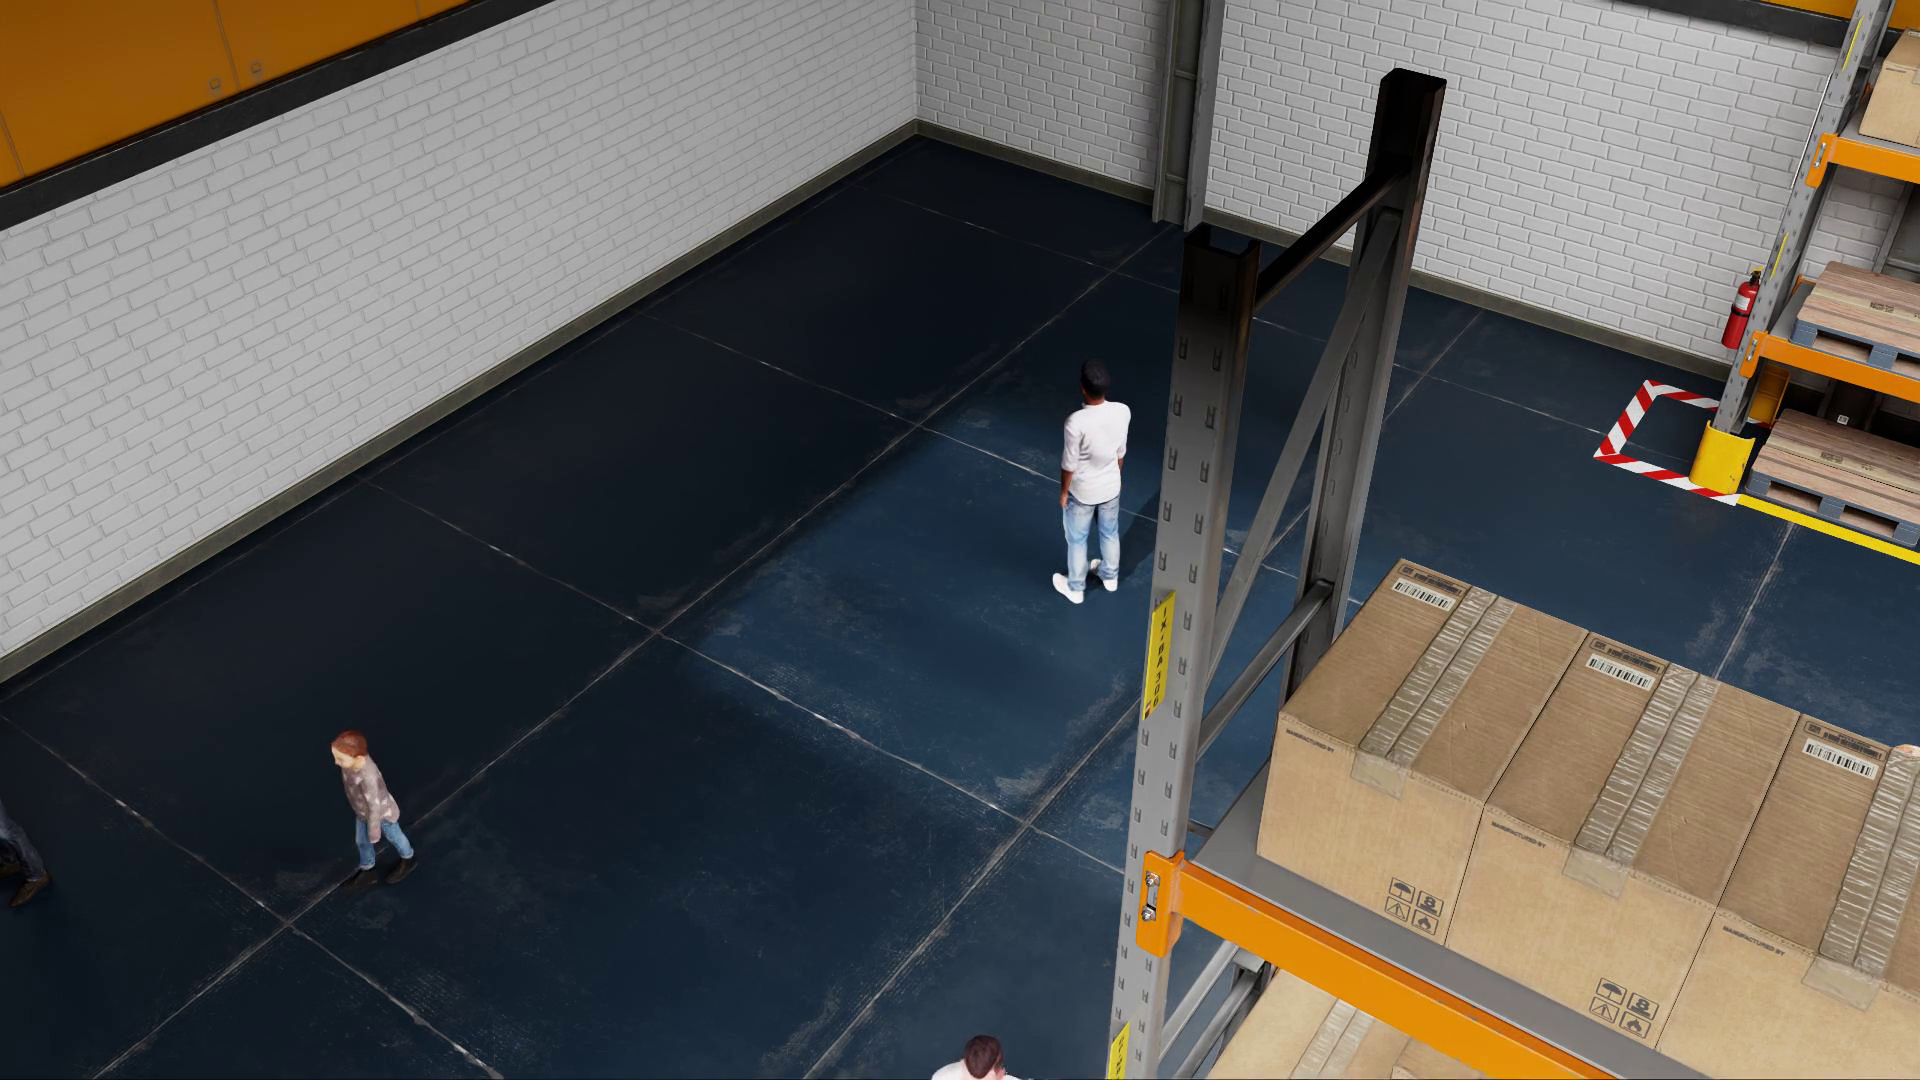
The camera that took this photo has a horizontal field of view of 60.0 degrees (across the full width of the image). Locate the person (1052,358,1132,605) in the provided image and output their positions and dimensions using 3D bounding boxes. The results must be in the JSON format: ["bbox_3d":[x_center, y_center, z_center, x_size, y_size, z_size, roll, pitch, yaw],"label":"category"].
[{"bbox_3d":[0.888,-0.383,11.066,0.721,1.807,0.726,-17,42,-20],"label":"person"}]

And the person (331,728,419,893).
[{"bbox_3d":[-3.216,1.460,9.261,0.629,1.180,0.632,32,48,33],"label":"person"}]

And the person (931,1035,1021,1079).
[{"bbox_3d":[0.139,2.668,7.234,0.825,1.821,0.824,18,42,21],"label":"person"}]
